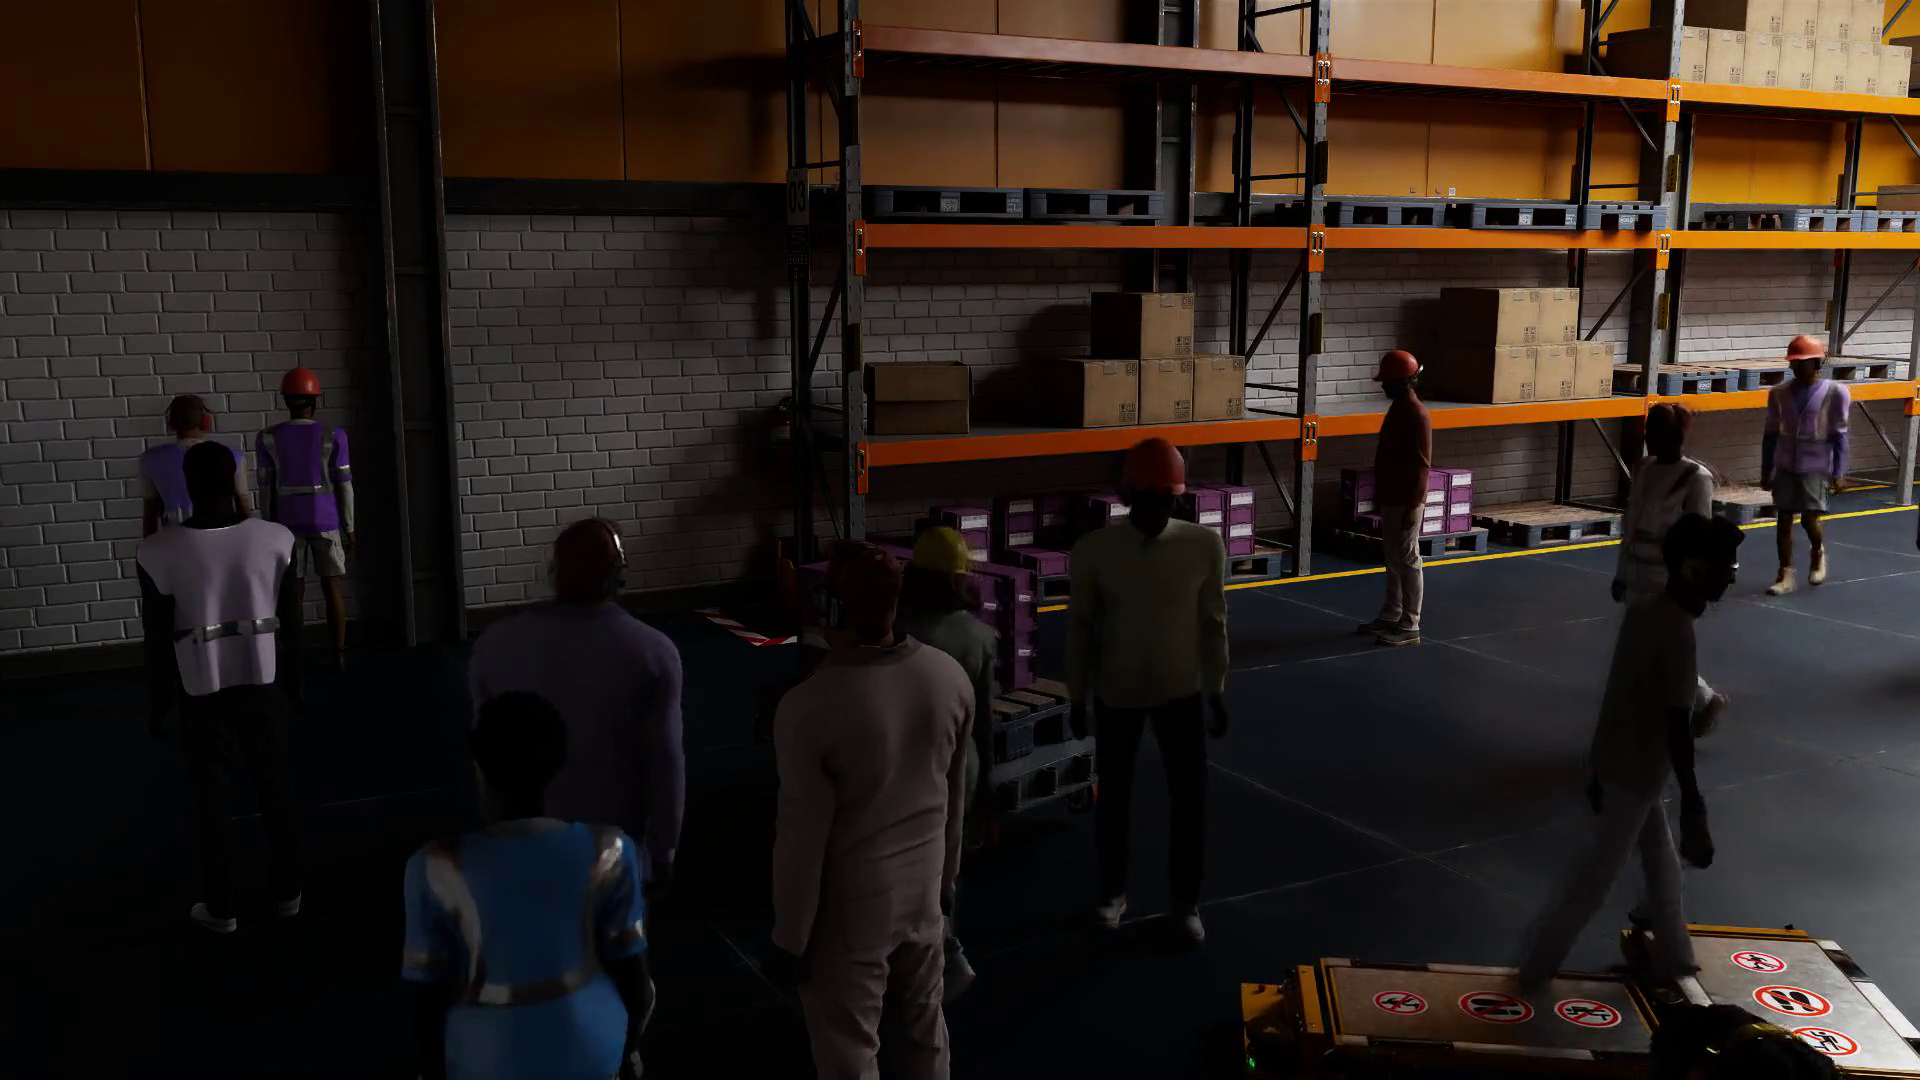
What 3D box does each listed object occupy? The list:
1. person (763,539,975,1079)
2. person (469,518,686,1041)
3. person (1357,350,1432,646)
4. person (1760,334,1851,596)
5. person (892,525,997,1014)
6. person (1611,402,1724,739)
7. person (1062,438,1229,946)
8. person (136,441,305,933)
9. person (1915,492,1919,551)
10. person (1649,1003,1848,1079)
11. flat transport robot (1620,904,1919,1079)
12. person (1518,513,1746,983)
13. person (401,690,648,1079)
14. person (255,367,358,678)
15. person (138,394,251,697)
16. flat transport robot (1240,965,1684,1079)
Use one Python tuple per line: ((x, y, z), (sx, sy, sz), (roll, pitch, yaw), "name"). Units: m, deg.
((-0.261, 0.944, 4.396), (0.407, 1.909, 0.638), (9, 14, 43), "person")
((-1.149, 0.850, 5.089), (0.650, 1.847, 1.022), (-1, 10, -6), "person")
((2.955, -0.283, 11.235), (0.392, 1.985, 0.609), (-1, 10, -6), "person")
((6.491, -0.573, 12.790), (0.527, 2.024, 0.628), (-8, 13, -40), "person")
((-0.082, 0.804, 5.714), (0.497, 1.712, 0.466), (-7, 12, -37), "person")
((3.740, 0.197, 8.809), (0.511, 1.868, 0.580), (-2, 10, -11), "person")
((0.709, 0.581, 6.349), (0.642, 1.965, 0.550), (0, 10, -2), "person")
((-2.852, 0.575, 6.490), (0.591, 1.915, 0.379), (-8, 12, -37), "person")
((6.245, -0.088, 10.295), (0.562, 1.923, 0.602), (9, 13, 42), "person")
((0.816, 1.408, 1.952), (0.535, 1.821, 0.950), (-3, 10, -15), "person")
((2.699, 1.572, 5.486), (0.652, 0.197, 1.431), (1, 10, 8), "flat transport robot")
((2.255, 0.810, 5.451), (0.912, 1.812, 0.595), (2, 10, 12), "person")
((-0.938, 1.176, 3.700), (0.542, 1.679, 0.553), (-4, 11, -23), "person")
((-4.050, -0.104, 10.344), (0.551, 1.933, 0.373), (-2, 10, -14), "person")
((-4.456, 0.058, 9.745), (0.581, 1.821, 0.554), (-5, 11, -25), "person")
((1.639, 1.593, 5.361), (1.431, 0.197, 0.652), (1, 10, 8), "flat transport robot")
